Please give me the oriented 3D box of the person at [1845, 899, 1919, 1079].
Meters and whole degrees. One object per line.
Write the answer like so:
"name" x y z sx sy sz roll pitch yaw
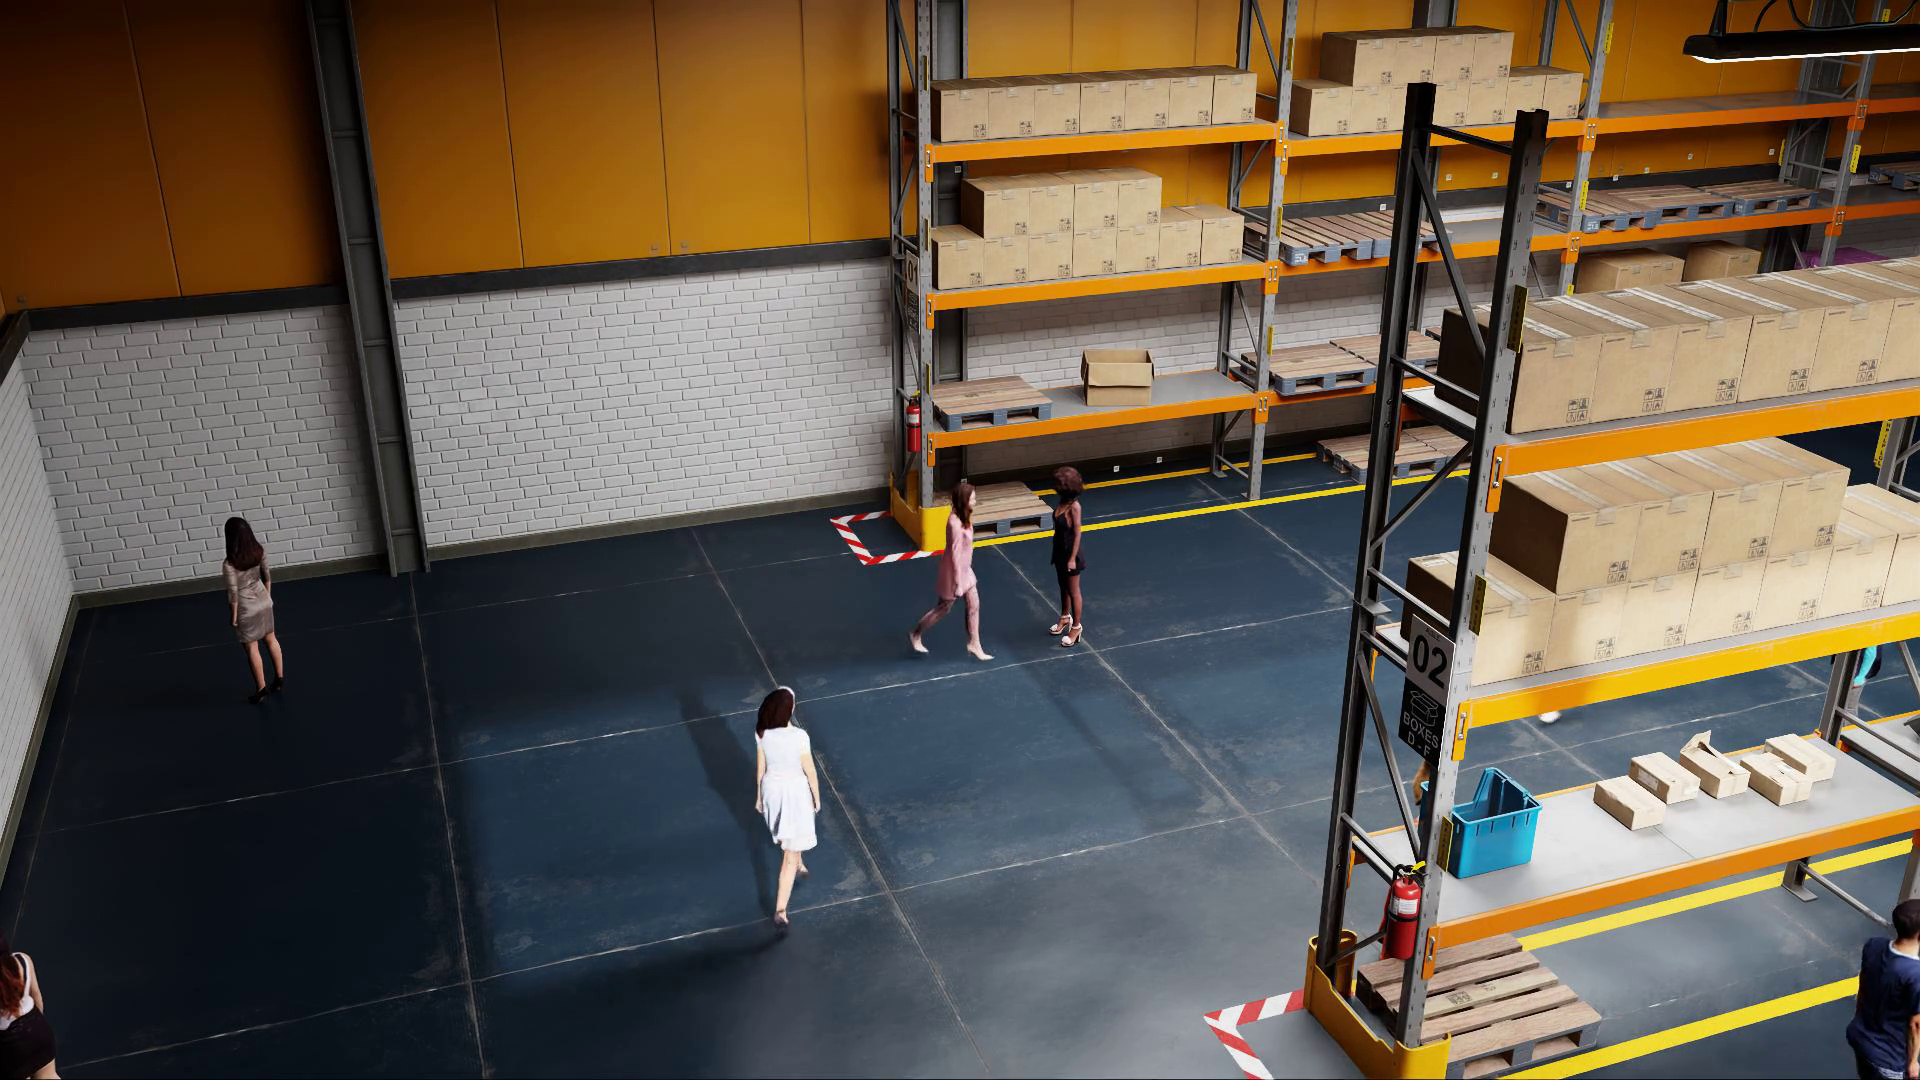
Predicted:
"person" 5.144 2.851 9.383 0.969 1.829 0.730 -4 24 -9

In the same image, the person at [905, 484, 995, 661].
"person" -0.127 0.322 15.255 1.170 1.759 1.005 5 24 11

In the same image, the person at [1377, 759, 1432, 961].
"person" 3.095 2.098 11.143 0.739 1.799 0.720 3 24 6

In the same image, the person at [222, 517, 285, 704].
"person" -6.218 0.607 14.619 0.714 1.747 0.649 11 26 24

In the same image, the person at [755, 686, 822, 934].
"person" -1.223 1.902 11.620 1.118 1.776 1.117 7 25 16

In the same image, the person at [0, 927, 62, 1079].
"person" -5.399 2.885 9.530 0.686 1.649 0.641 8 25 18

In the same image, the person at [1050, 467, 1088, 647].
"person" 1.019 0.139 15.641 0.562 1.786 0.564 -8 25 -17
